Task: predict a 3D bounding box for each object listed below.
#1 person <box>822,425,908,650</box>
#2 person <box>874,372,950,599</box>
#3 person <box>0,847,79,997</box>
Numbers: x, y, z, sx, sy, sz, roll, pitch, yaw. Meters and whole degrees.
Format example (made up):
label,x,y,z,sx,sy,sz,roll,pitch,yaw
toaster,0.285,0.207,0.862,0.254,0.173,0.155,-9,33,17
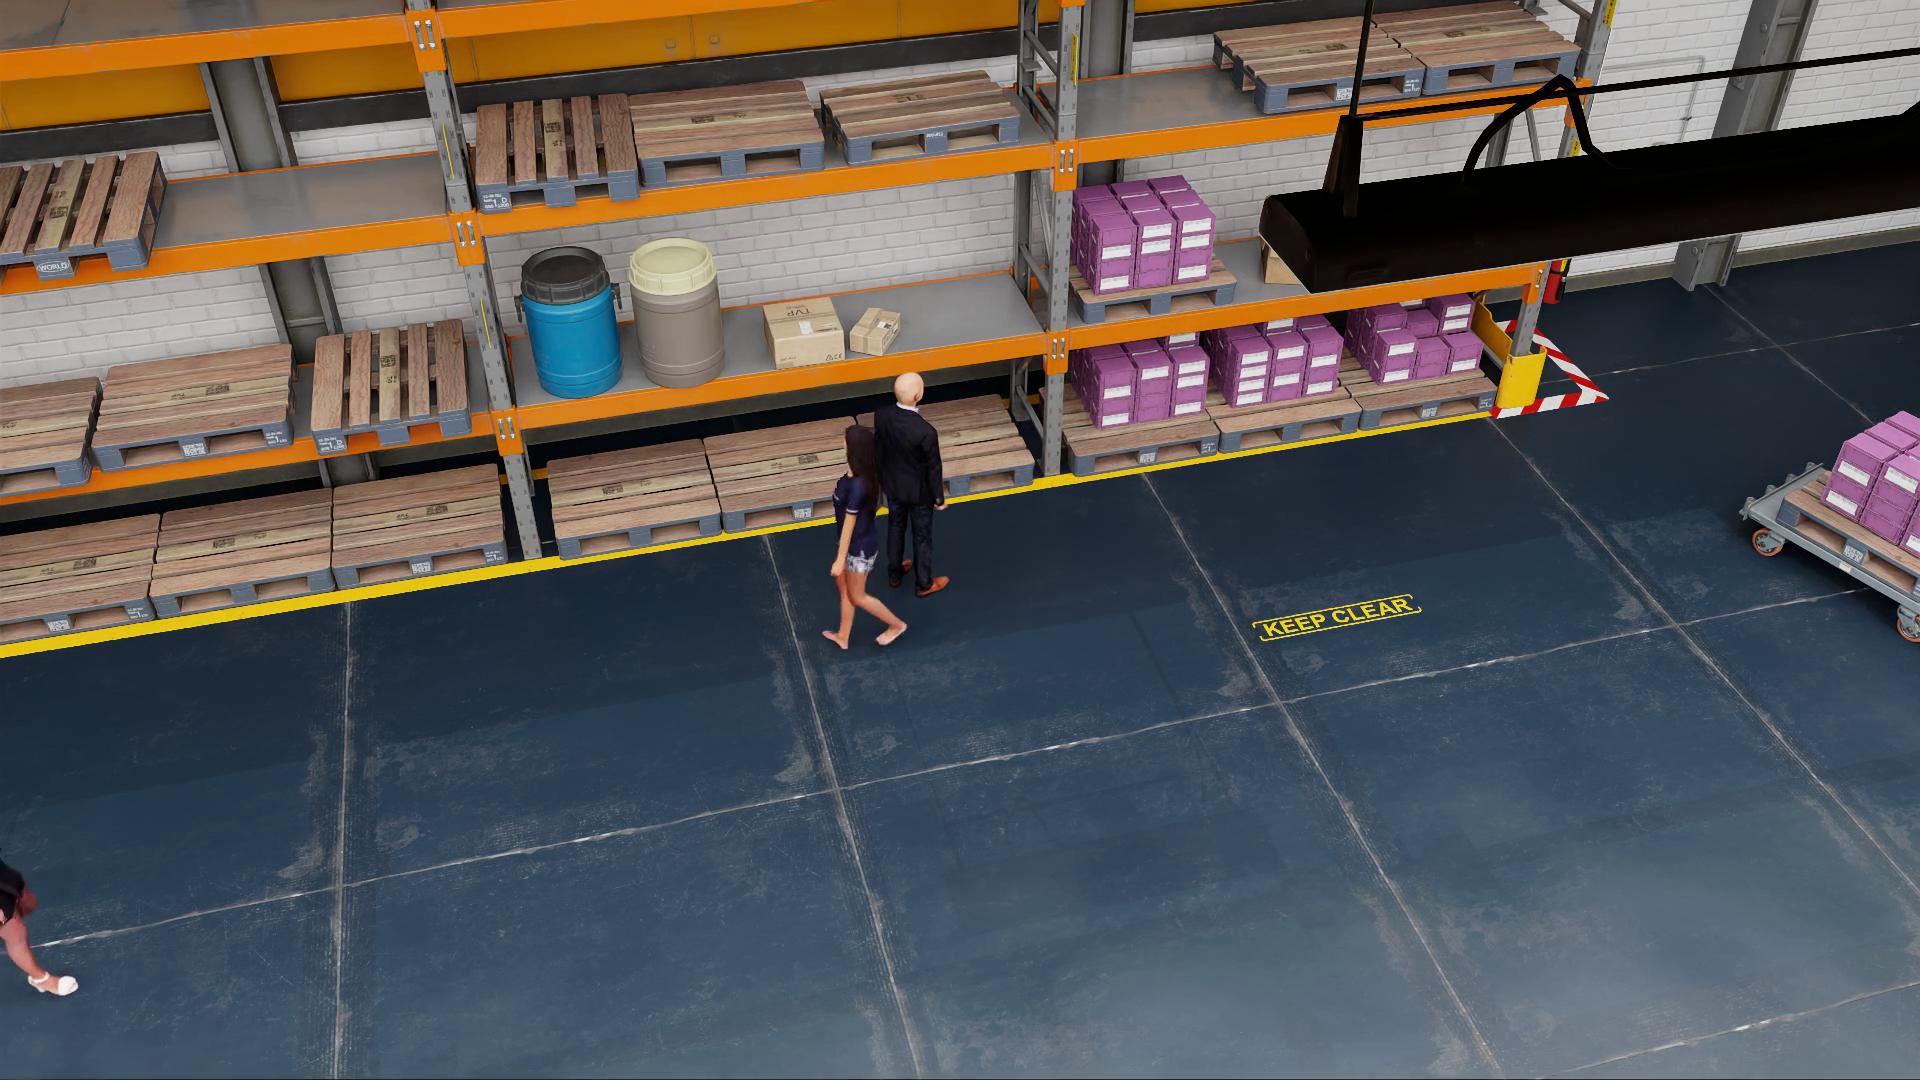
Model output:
label,x,y,z,sx,sy,sz,roll,pitch,yaw
person,-0.615,0.040,10.968,0.932,1.733,0.816,-2,39,-3
person,-0.348,-0.379,11.438,0.773,1.800,0.817,22,44,26
person,-5.171,1.839,8.681,0.779,1.775,0.544,-10,40,-12
